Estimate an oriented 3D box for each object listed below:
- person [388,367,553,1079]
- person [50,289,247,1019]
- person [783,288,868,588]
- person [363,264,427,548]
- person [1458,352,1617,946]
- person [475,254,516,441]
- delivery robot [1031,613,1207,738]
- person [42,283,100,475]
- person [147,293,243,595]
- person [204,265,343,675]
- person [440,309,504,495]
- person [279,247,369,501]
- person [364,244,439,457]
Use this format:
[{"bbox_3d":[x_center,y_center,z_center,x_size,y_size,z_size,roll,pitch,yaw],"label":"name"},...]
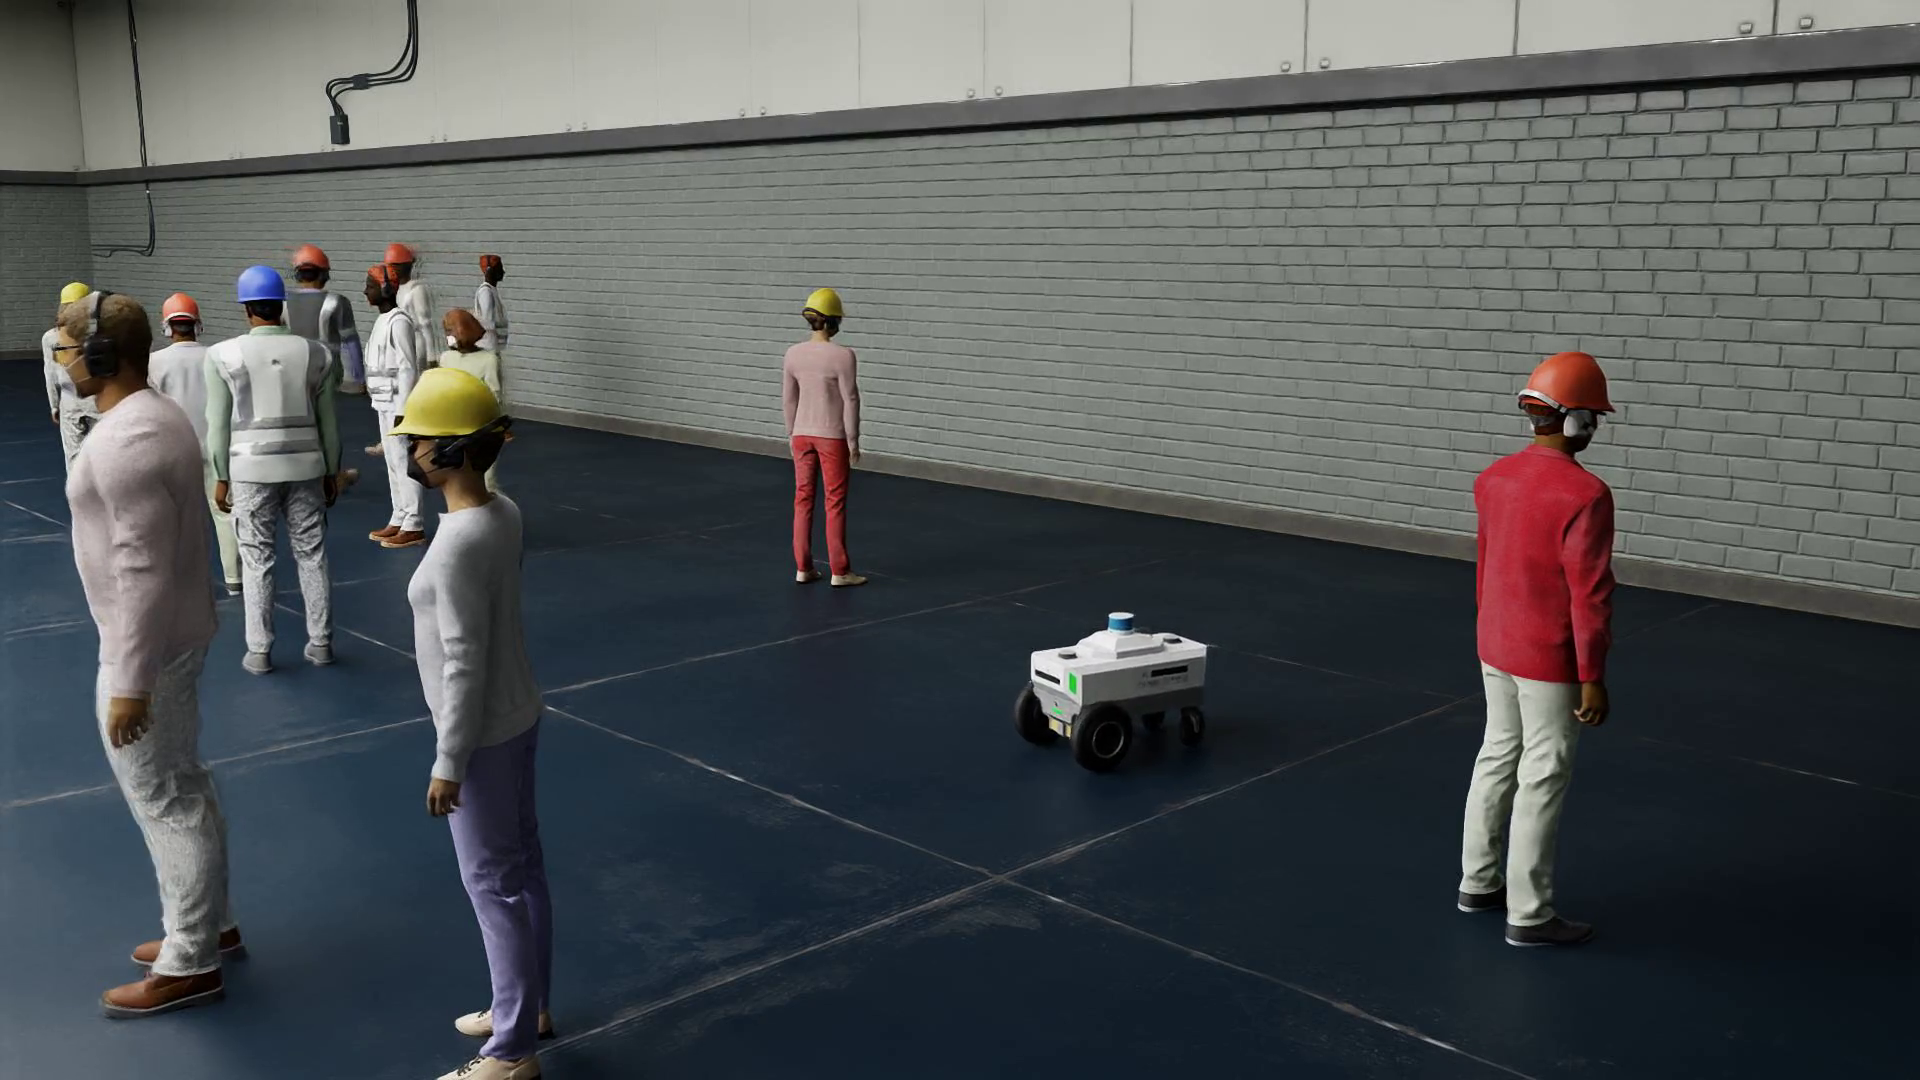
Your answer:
[{"bbox_3d":[-1.182,0.467,4.045,0.317,1.769,0.522,0,10,-3],"label":"person"},{"bbox_3d":[-2.189,0.308,4.466,0.383,1.940,0.651,-4,11,-19],"label":"person"},{"bbox_3d":[-0.807,-0.600,9.862,0.526,1.769,0.328,6,12,32],"label":"person"},{"bbox_3d":[-3.802,-0.895,11.151,0.347,1.882,0.584,-6,12,-31],"label":"person"},{"bbox_3d":[1.736,0.320,4.920,0.352,1.744,0.570,-3,11,-14],"label":"person"},{"bbox_3d":[-4.733,-1.942,16.863,0.357,1.883,0.573,-3,11,-14],"label":"person"},{"bbox_3d":[0.648,0.537,6.715,0.707,0.478,0.477,-6,12,-30],"label":"delivery robot"},{"bbox_3d":[-6.262,-0.965,11.927,0.487,1.740,0.313,-3,11,-18],"label":"person"},{"bbox_3d":[-4.390,-0.530,9.522,0.570,1.747,0.341,-9,14,-40],"label":"person"},{"bbox_3d":[-3.271,-0.333,7.964,0.602,1.937,0.436,-8,13,-37],"label":"person"},{"bbox_3d":[-3.137,-0.670,10.669,0.535,1.608,0.341,5,12,26],"label":"person"},{"bbox_3d":[-4.963,-1.261,12.887,0.609,1.984,1.116,2,11,11],"label":"person"},{"bbox_3d":[-5.198,-1.811,15.857,1.029,1.999,0.626,-8,13,-38],"label":"person"}]
